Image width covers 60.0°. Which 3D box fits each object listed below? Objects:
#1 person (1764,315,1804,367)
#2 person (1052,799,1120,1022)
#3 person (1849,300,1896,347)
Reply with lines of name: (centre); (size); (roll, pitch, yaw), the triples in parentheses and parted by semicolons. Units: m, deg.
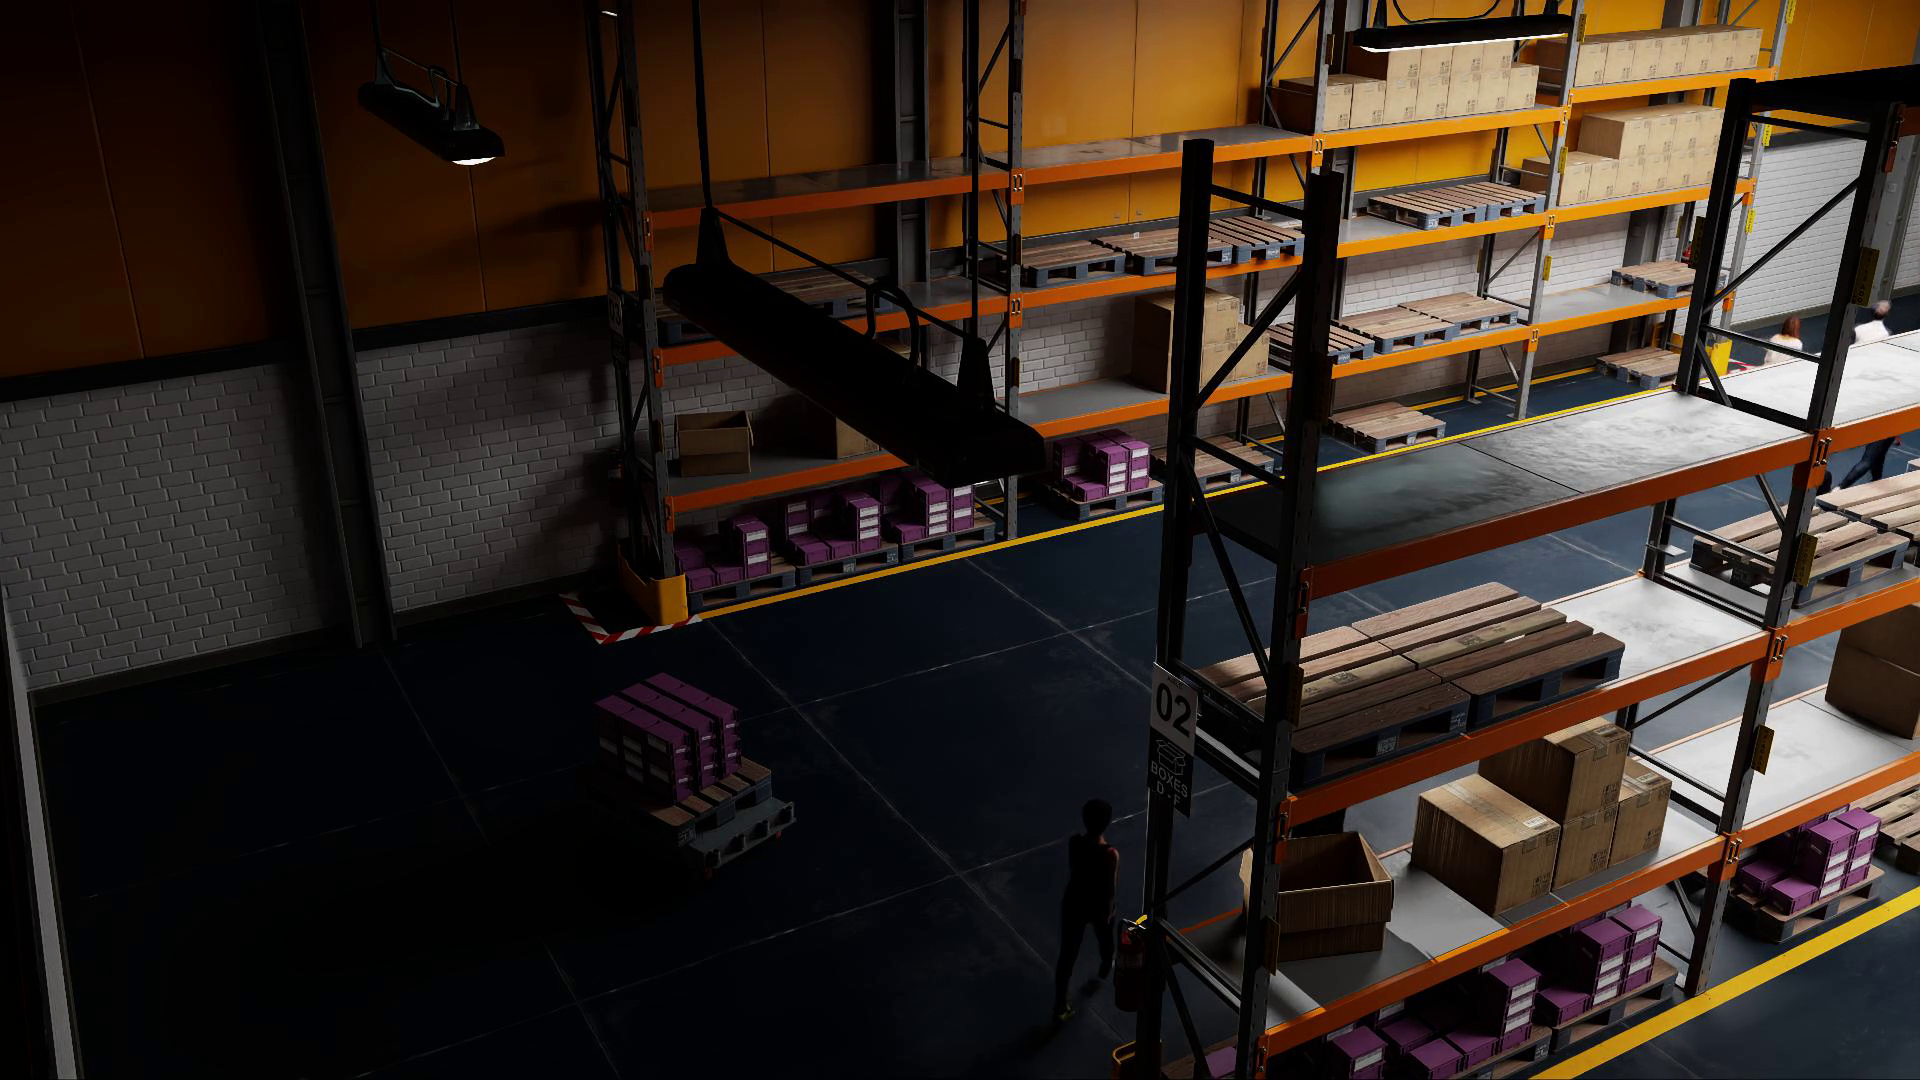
person: (10.331, -2.023, 21.096); (0.918, 1.660, 0.638); (-15, 27, -30)
person: (0.811, 2.472, 11.002); (0.964, 1.508, 1.127); (11, 26, 23)
person: (11.331, -2.060, 20.931); (1.093, 1.860, 0.842); (-19, 30, -36)
